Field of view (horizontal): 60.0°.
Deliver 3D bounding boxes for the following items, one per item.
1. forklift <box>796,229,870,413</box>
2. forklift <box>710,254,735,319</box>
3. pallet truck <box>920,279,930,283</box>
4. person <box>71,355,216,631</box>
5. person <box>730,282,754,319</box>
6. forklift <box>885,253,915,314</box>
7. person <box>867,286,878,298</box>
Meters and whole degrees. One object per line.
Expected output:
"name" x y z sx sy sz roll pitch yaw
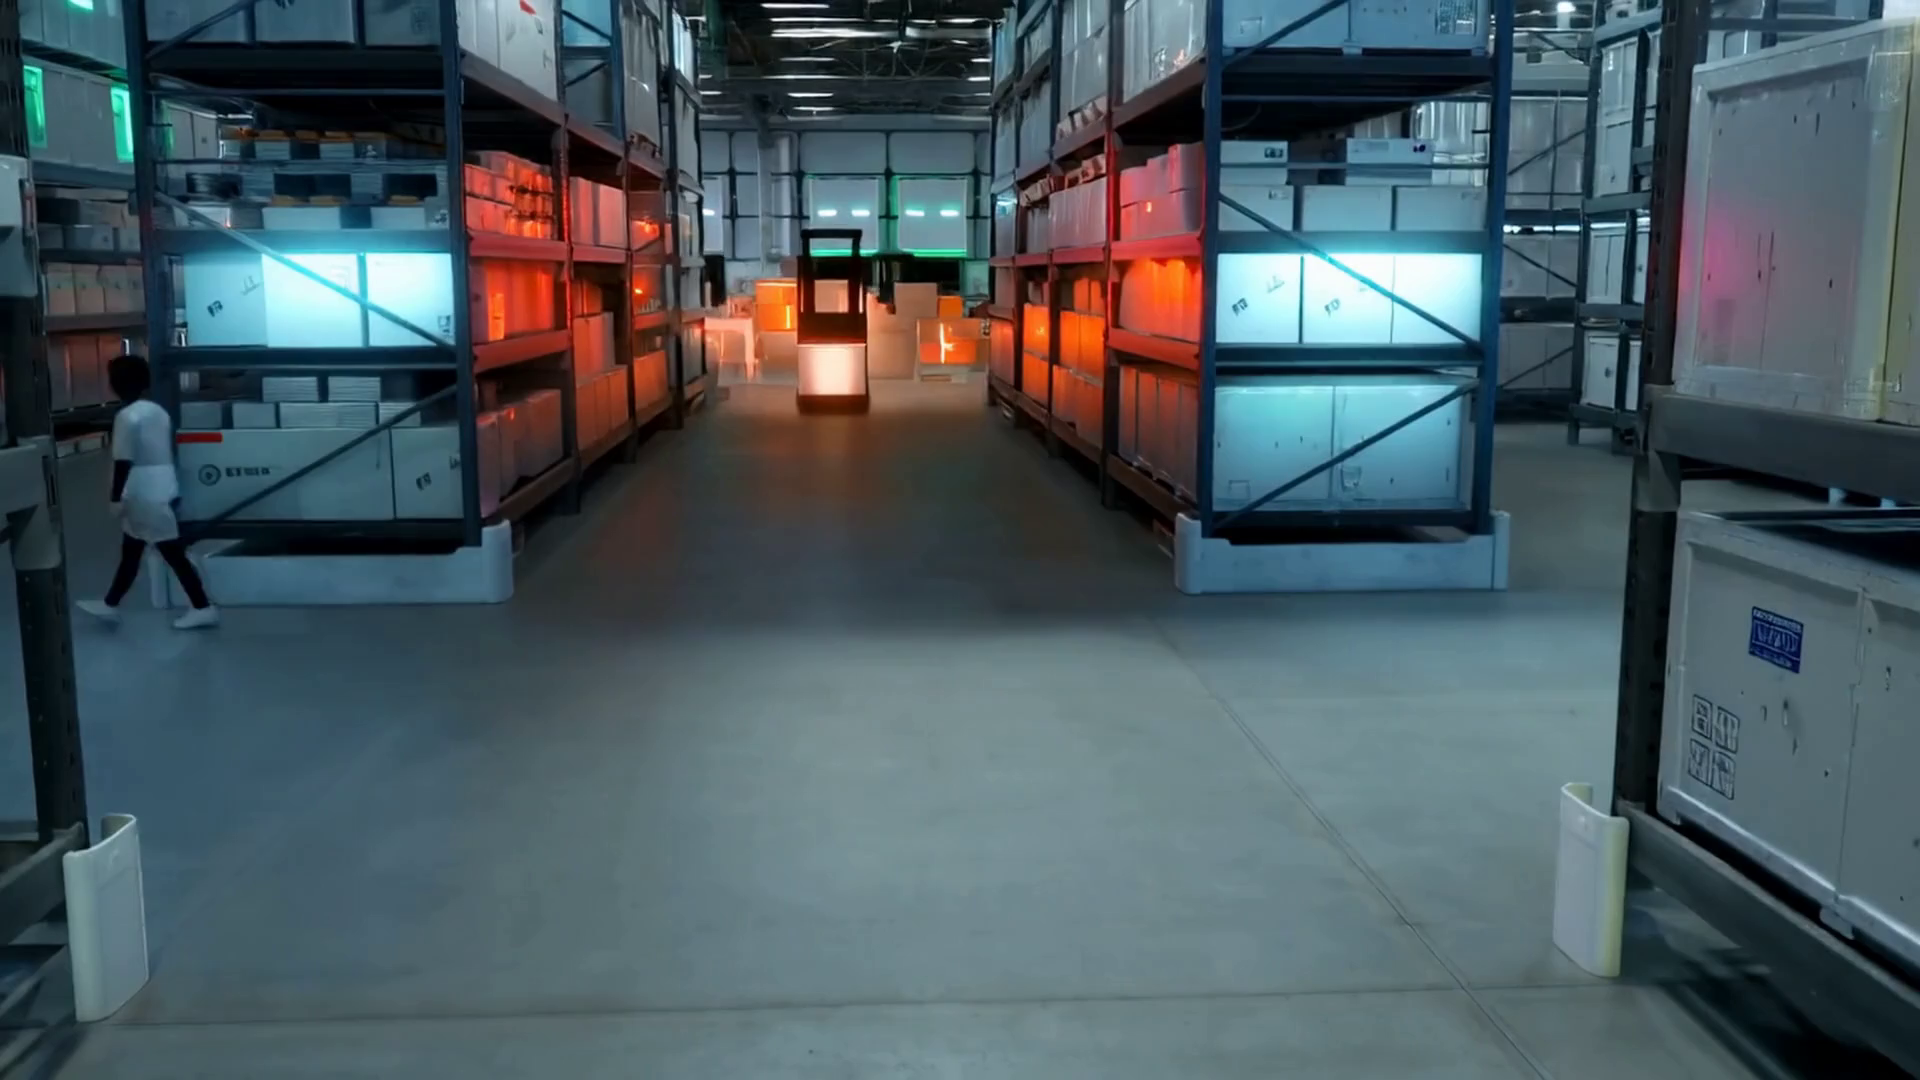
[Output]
"forklift" -1.981 -3.419 25.797 1.129 2.768 1.873 -1 9 -4
"forklift" -8.383 -8.512 57.776 1.873 2.768 1.129 0 9 3
"pallet truck" -0.932 -8.922 63.114 1.885 1.965 0.823 2 9 13
"person" -4.877 -0.268 9.861 0.880 1.639 0.546 -1 9 -6
"person" -5.628 -5.689 43.003 0.630 1.940 0.372 -1 9 -4
"forklift" -1.966 -8.022 54.704 1.129 2.768 1.873 -5 10 -30
"person" -2.133 -4.584 36.257 0.941 1.891 0.592 1 9 3
